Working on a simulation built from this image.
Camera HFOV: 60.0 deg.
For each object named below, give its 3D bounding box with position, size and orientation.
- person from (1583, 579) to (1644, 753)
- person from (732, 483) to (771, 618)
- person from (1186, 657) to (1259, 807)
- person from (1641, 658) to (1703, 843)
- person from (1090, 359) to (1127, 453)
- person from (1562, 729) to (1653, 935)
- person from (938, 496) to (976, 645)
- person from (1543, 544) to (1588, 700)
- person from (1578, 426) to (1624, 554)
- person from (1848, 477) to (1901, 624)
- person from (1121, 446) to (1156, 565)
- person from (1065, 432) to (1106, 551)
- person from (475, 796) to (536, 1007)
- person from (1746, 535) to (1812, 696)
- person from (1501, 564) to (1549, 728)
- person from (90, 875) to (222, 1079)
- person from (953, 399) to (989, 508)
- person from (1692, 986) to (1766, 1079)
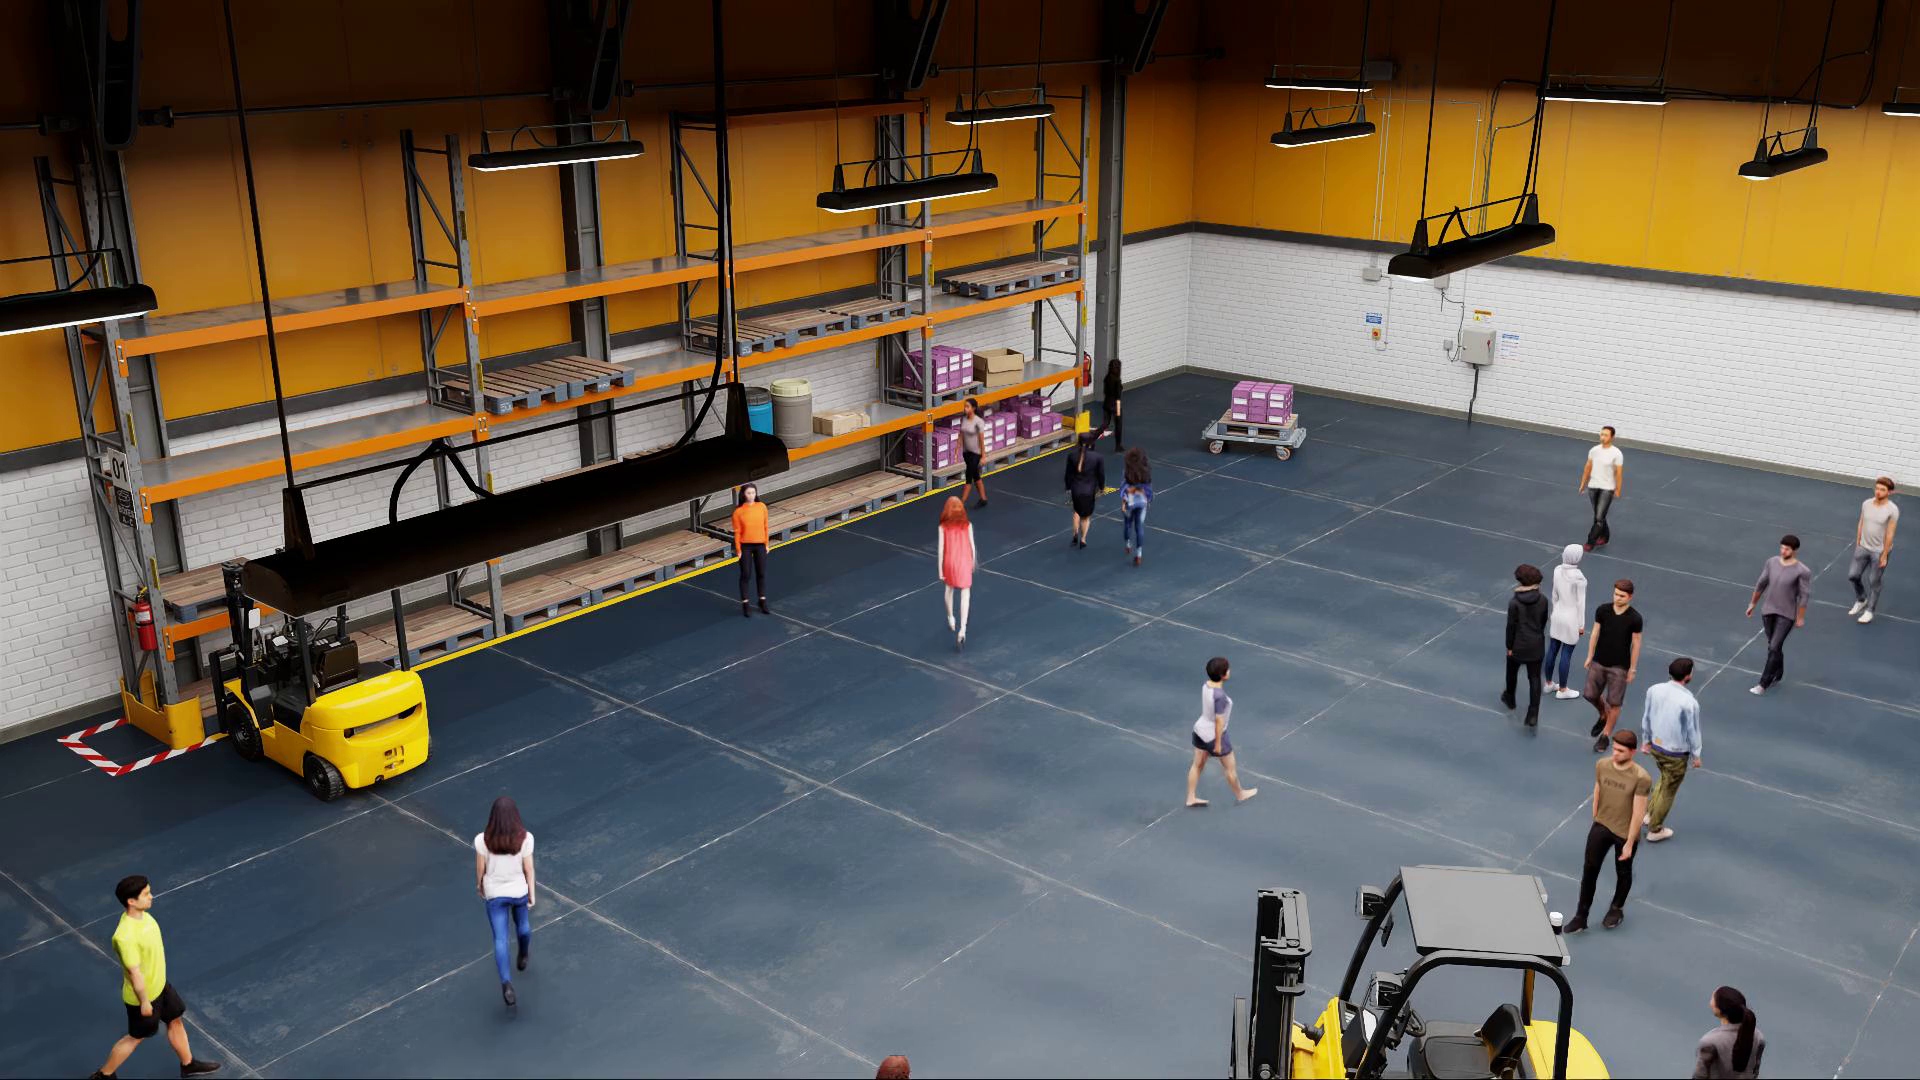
[{"bbox_3d":[6.802,1.257,17.244,0.698,1.857,0.759,17,25,41],"label":"person"},{"bbox_3d":[-2.619,0.093,20.868,0.606,1.749,0.748,-10,21,-28],"label":"person"},{"bbox_3d":[2.354,1.865,15.939,1.022,1.536,0.863,-6,20,-19],"label":"person"},{"bbox_3d":[6.466,1.947,15.282,0.813,1.800,0.798,-7,20,-21],"label":"person"},{"bbox_3d":[2.488,-2.214,27.926,1.076,1.617,0.707,-15,24,-37],"label":"person"},{"bbox_3d":[5.535,2.408,13.877,1.006,1.823,0.723,-17,25,-41],"label":"person"},{"bbox_3d":[-0.012,0.389,19.925,1.003,1.790,1.138,1,19,3],"label":"person"},{"bbox_3d":[6.721,0.892,18.455,0.667,1.776,0.684,-9,20,-24],"label":"person"},{"bbox_3d":[9.040,-0.726,23.266,1.078,1.771,0.788,-14,23,-36],"label":"person"},{"bbox_3d":[11.390,0.110,20.612,0.746,1.881,0.742,-12,22,-31],"label":"person"},{"bbox_3d":[2.414,-0.454,22.749,0.991,1.585,1.062,-3,19,-8],"label":"person"},{"bbox_3d":[1.723,-0.656,23.230,0.814,1.661,0.821,5,19,15],"label":"person"},{"bbox_3d":[-3.520,2.830,12.902,1.126,1.647,1.082,-5,19,-14],"label":"person"},{"bbox_3d":[9.253,0.804,18.643,1.061,1.822,0.901,-9,21,-25],"label":"person"},{"bbox_3d":[6.076,1.152,17.734,1.063,1.743,1.213,1,19,4],"label":"person"},{"bbox_3d":[-5.877,3.185,11.797,1.163,1.679,1.037,-4,19,-11],"label":"person"},{"bbox_3d":[0.254,-1.281,25.014,1.093,1.708,0.705,-17,25,-40],"label":"person"},{"bbox_3d":[4.837,3.636,10.489,0.747,1.659,0.807,0,19,0],"label":"person"}]
